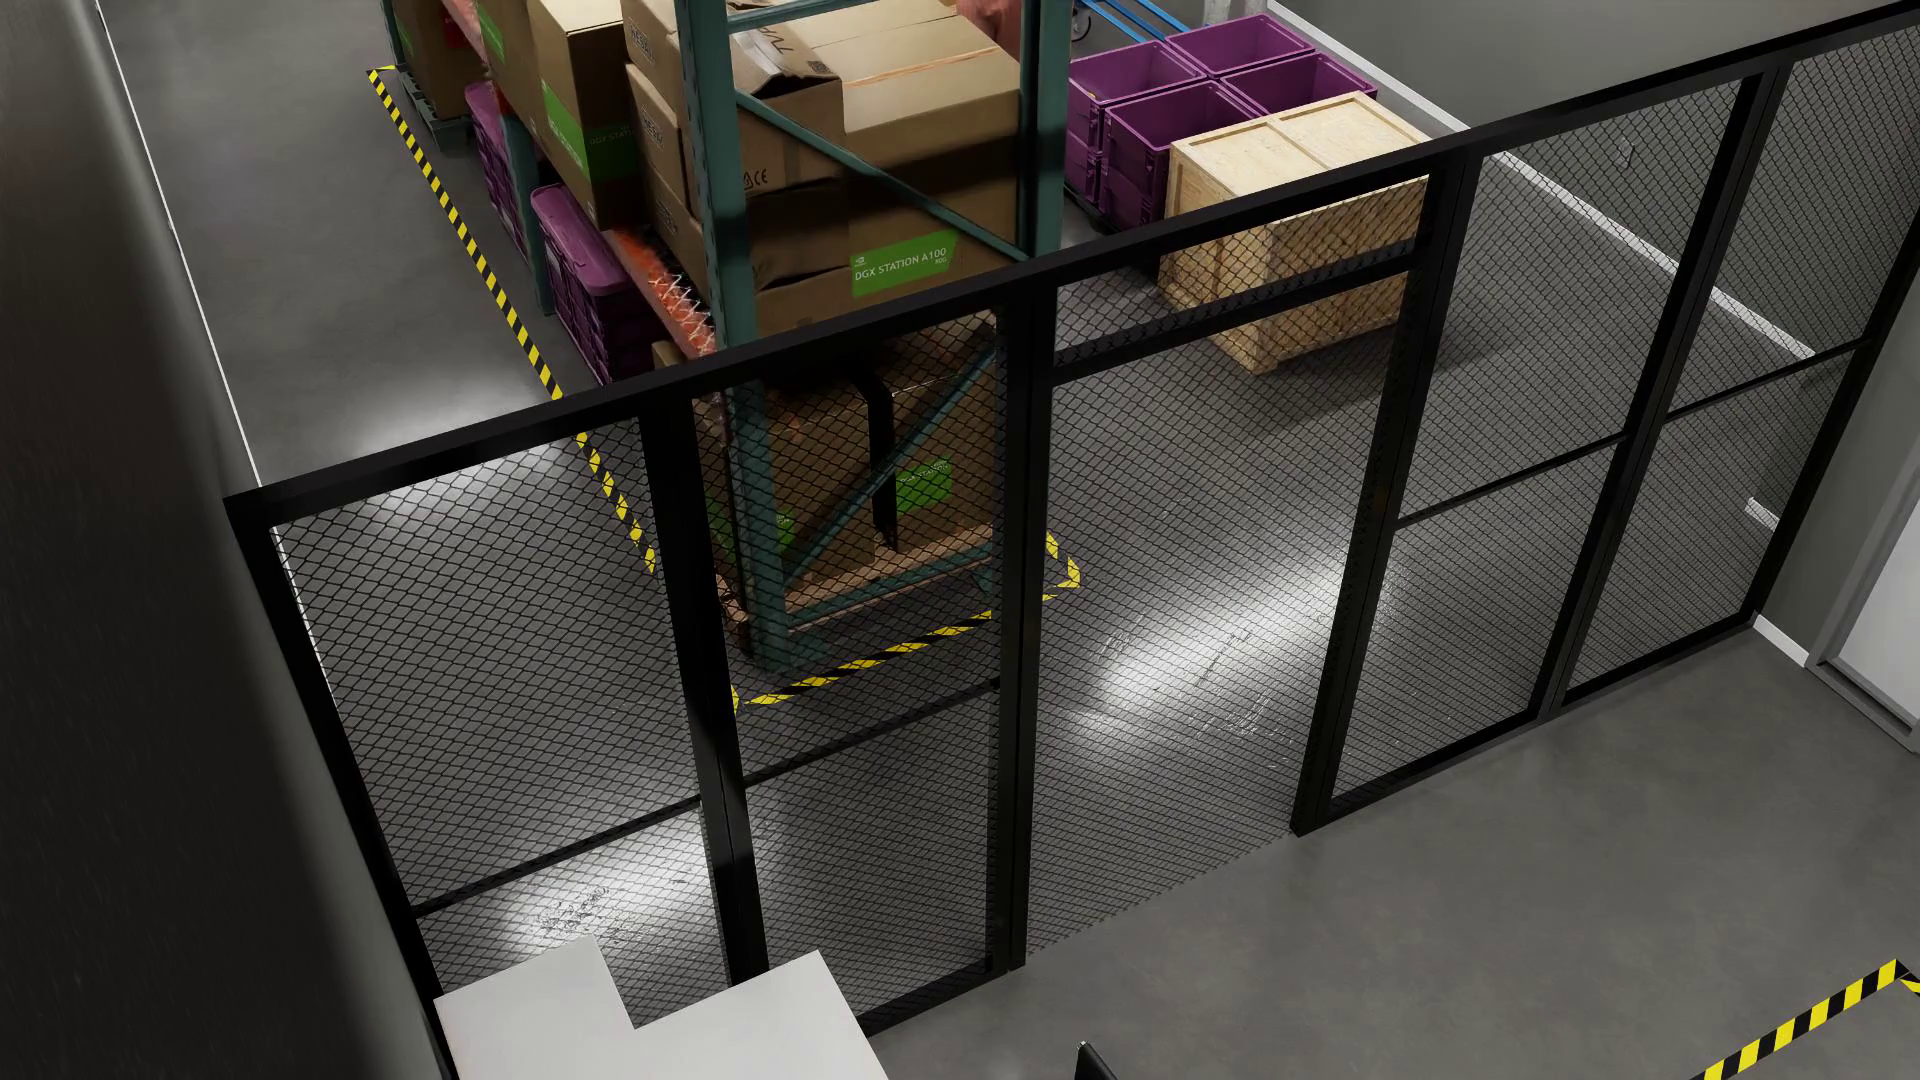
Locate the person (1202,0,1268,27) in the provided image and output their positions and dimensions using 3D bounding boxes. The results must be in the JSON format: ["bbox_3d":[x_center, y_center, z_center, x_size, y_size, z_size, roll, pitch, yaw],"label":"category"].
[{"bbox_3d":[1.430,-3.271,8.599,0.587,1.835,0.404,-16,45,-17],"label":"person"}]

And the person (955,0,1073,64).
[{"bbox_3d":[0.197,-1.822,6.897,0.623,1.992,0.397,-32,51,-30],"label":"person"}]
